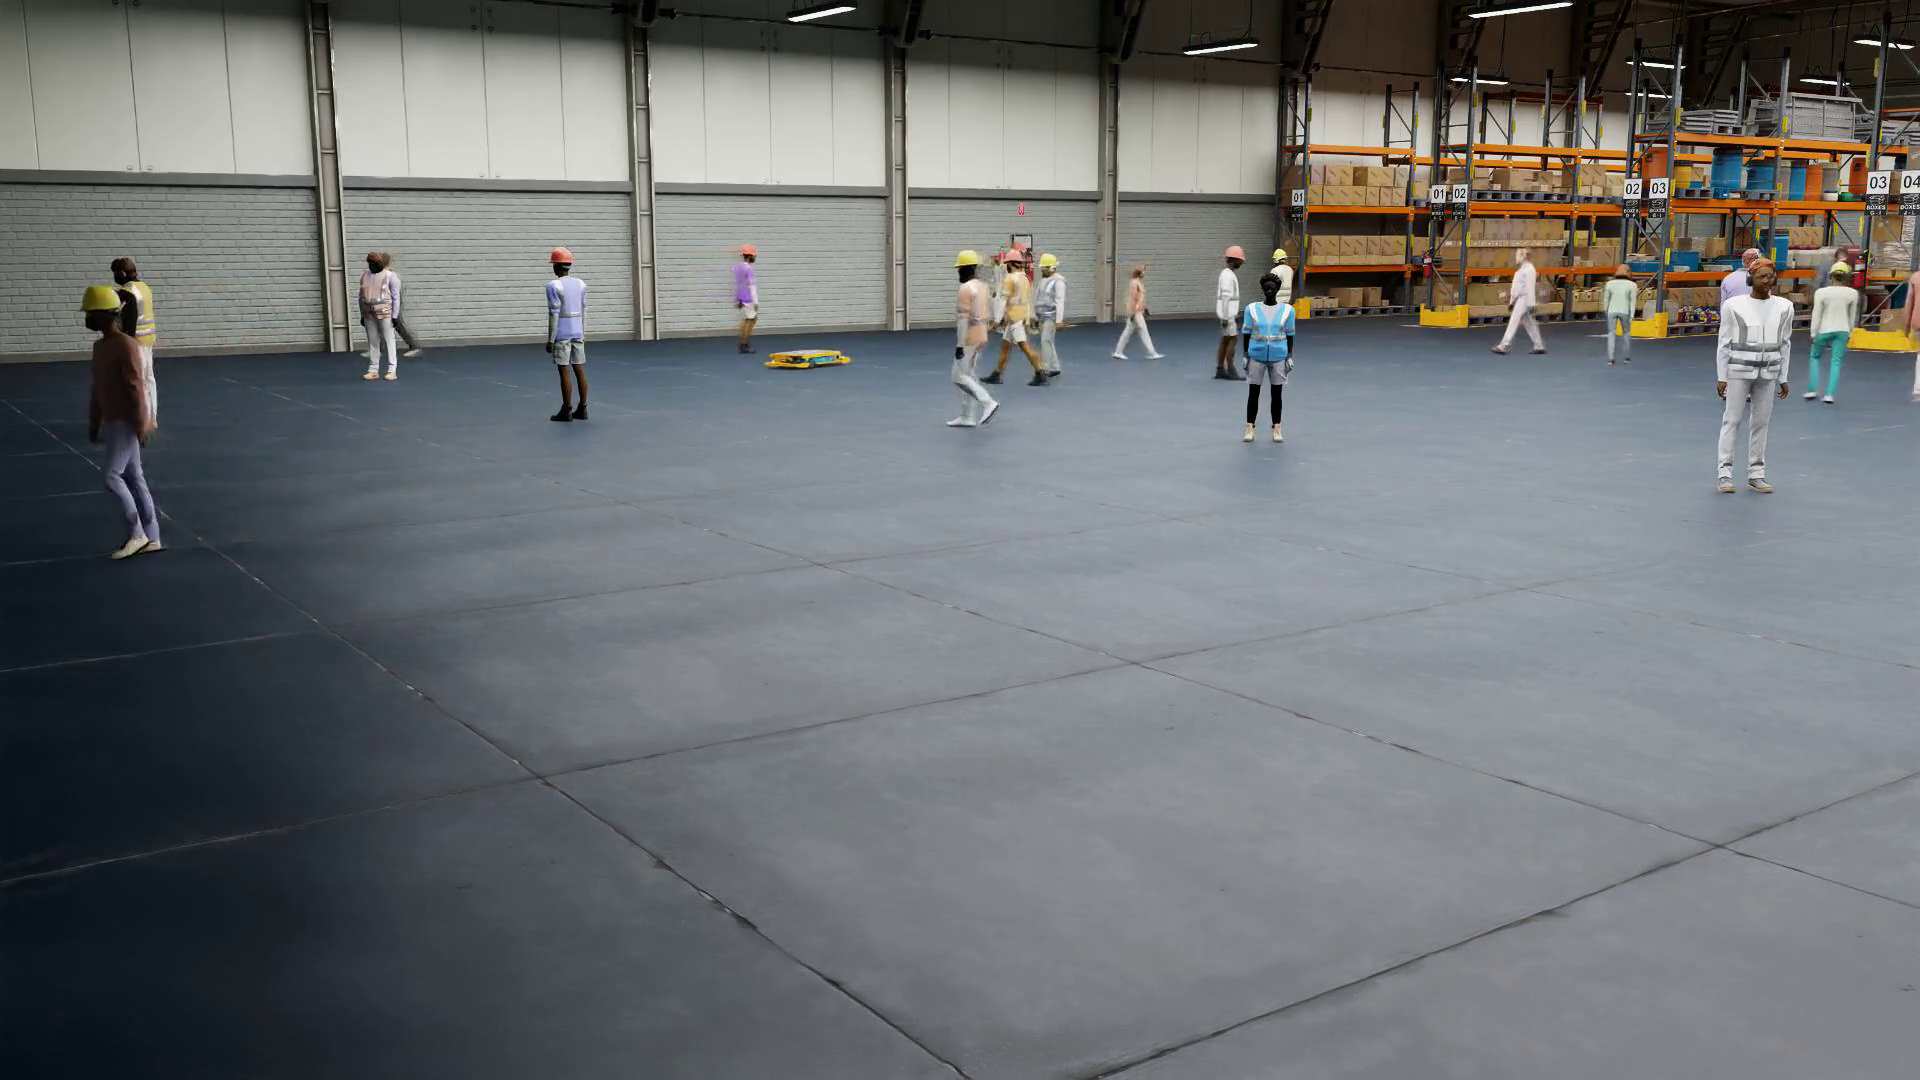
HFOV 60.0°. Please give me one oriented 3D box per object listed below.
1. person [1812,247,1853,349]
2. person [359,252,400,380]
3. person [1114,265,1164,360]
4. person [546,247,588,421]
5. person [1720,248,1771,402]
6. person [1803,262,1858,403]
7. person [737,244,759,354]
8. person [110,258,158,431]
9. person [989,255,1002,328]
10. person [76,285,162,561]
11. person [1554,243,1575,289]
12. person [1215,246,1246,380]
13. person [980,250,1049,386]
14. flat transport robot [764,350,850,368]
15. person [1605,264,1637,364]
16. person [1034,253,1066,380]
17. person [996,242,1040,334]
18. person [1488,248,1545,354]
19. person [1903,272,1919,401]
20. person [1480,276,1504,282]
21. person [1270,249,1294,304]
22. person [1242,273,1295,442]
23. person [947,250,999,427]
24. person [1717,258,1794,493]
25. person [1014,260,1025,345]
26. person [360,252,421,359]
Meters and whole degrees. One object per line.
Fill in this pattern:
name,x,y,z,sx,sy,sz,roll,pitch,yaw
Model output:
person,16.105,-4.484,30.813,0.704,1.884,0.978,1,10,5
person,-8.401,-3.229,24.026,0.619,1.838,0.430,2,11,12
person,2.980,-3.806,27.861,0.864,1.588,0.518,2,11,10
person,-4.416,-2.294,18.614,0.361,1.940,0.543,7,12,34
person,9.857,-2.684,20.835,0.407,1.910,0.639,-7,13,-35
person,10.857,-2.592,20.768,0.534,1.735,0.682,2,10,10
person,-3.702,-4.238,29.305,0.499,1.919,0.580,-5,12,-28
person,-8.783,-2.068,17.665,0.430,1.837,0.620,-2,10,-9
person,0.803,-5.586,37.482,0.306,1.639,0.523,1,10,3
person,-5.390,-0.740,10.612,0.548,1.747,0.524,10,14,42
person,16.182,-6.999,44.517,0.443,1.896,0.634,-8,13,-38
person,3.935,-3.264,23.985,0.453,1.935,0.554,2,10,9
person,0.796,-3.076,23.086,1.044,1.882,0.554,4,11,21
flat transport robot,-2.423,-2.890,26.458,0.652,0.197,1.431,6,12,31
person,10.746,-3.669,27.066,0.513,1.601,0.734,6,12,32
person,1.251,-3.202,23.922,0.513,1.814,0.615,-5,11,-24
person,1.181,-5.327,35.258,1.070,1.943,0.622,4,11,22
person,9.829,-4.168,29.133,1.017,1.852,0.670,1,10,6
person,12.265,-2.724,20.896,0.779,1.963,0.617,-6,12,-28
person,14.141,-6.931,44.307,0.829,1.837,0.514,-7,13,-35
person,5.820,-4.380,30.338,0.404,1.834,0.591,10,14,44
person,3.089,-1.823,16.695,0.532,1.697,0.320,2,10,8
person,0.127,-2.148,17.870,0.536,1.912,0.614,4,11,19
person,6.389,-1.315,13.402,0.574,1.883,0.356,0,10,2
person,1.114,-4.511,31.592,0.352,1.625,0.545,-6,12,-29
person,-9.700,-3.985,28.294,0.980,1.798,0.534,-3,11,-16
